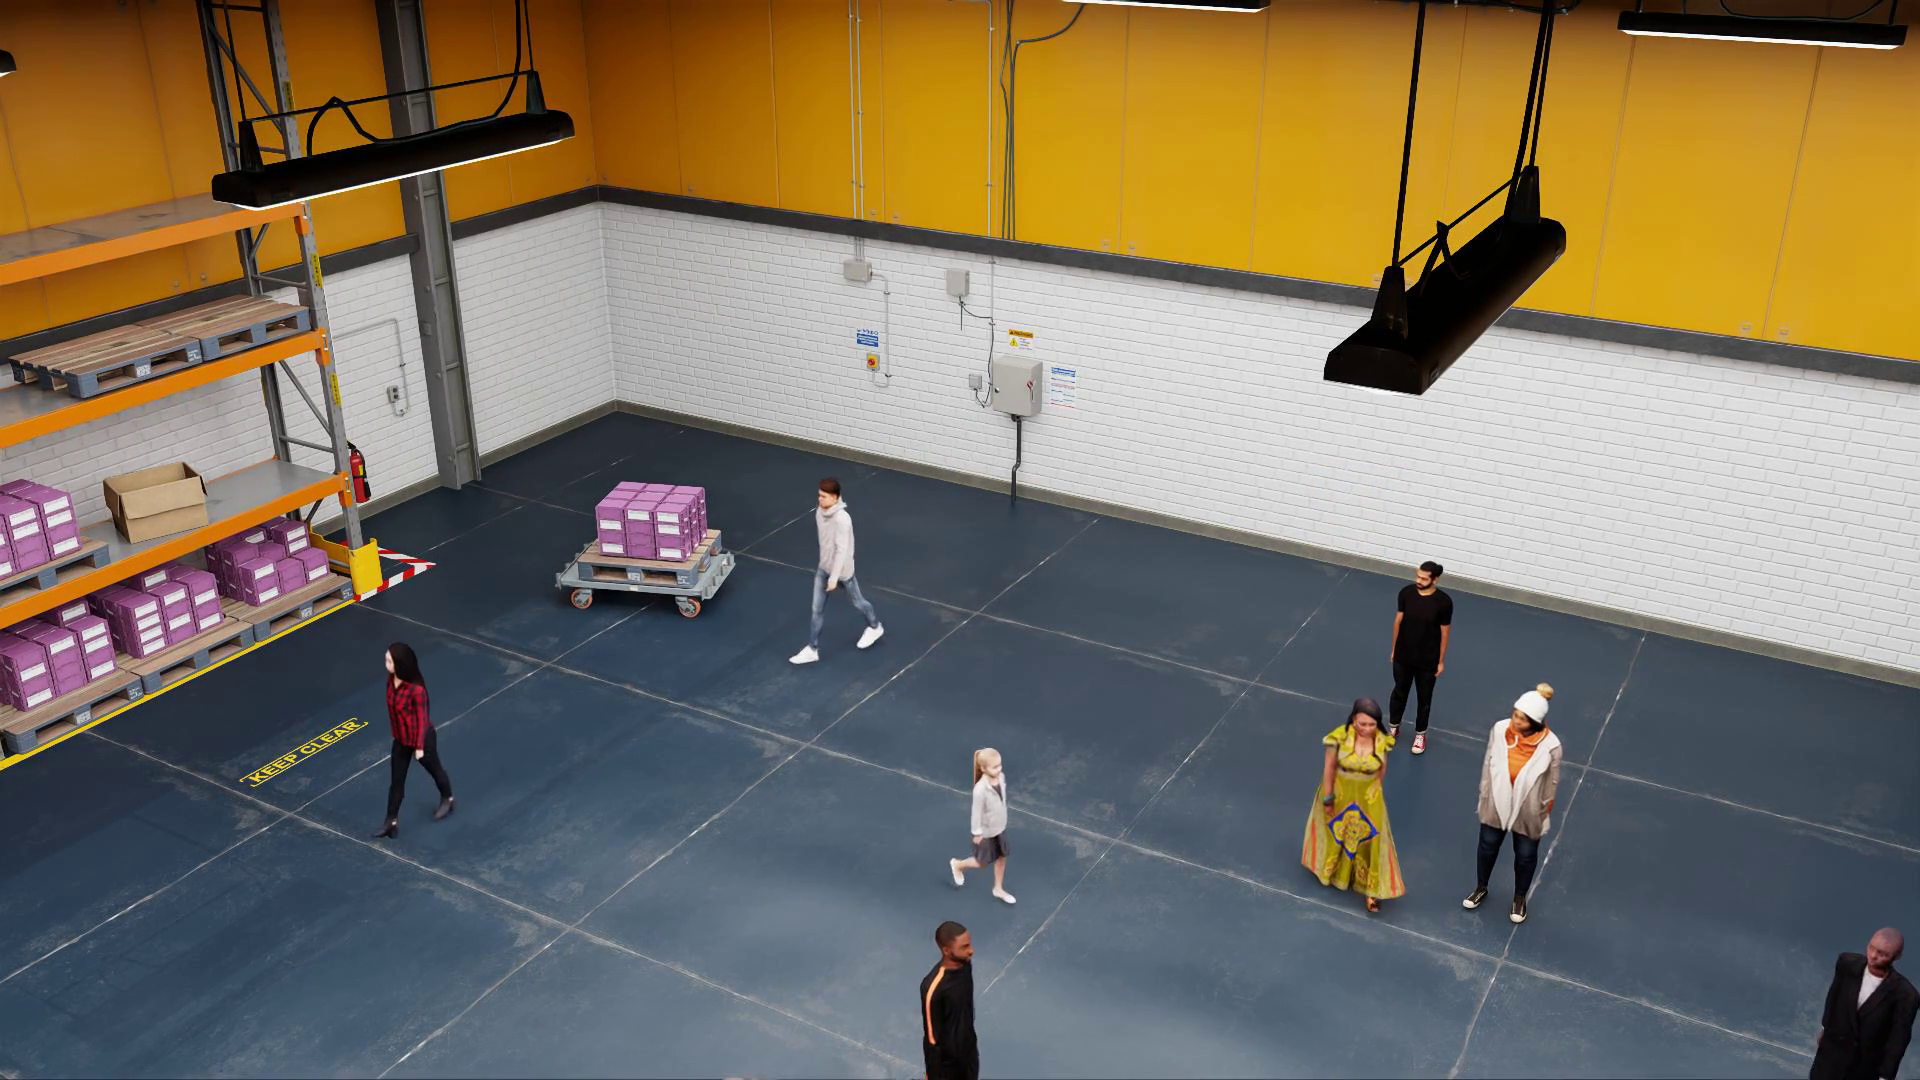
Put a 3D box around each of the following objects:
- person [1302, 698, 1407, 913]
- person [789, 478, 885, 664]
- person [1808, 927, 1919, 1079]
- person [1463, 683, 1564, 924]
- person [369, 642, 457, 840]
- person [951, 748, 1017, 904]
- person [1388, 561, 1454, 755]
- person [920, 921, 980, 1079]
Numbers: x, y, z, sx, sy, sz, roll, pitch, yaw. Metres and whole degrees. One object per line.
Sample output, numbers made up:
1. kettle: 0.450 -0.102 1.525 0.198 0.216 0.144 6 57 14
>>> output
1. person: 2.863 1.853 12.260 1.087 1.636 1.161 -1 24 -1
2. person: -1.066 0.274 15.655 1.356 1.810 0.918 -20 31 -38
3. person: 5.258 2.951 9.630 1.144 1.730 0.948 -15 28 -31
4. person: 4.006 1.847 11.945 0.672 1.899 0.650 14 27 29
5. person: -4.197 1.521 13.036 0.626 1.622 1.011 14 27 30
6. person: 0.172 2.078 12.211 0.651 1.263 0.733 19 30 36
7. person: 3.896 0.964 14.144 0.616 1.756 0.533 14 27 29
8. person: -0.139 2.946 9.563 0.724 1.793 0.876 15 28 30
